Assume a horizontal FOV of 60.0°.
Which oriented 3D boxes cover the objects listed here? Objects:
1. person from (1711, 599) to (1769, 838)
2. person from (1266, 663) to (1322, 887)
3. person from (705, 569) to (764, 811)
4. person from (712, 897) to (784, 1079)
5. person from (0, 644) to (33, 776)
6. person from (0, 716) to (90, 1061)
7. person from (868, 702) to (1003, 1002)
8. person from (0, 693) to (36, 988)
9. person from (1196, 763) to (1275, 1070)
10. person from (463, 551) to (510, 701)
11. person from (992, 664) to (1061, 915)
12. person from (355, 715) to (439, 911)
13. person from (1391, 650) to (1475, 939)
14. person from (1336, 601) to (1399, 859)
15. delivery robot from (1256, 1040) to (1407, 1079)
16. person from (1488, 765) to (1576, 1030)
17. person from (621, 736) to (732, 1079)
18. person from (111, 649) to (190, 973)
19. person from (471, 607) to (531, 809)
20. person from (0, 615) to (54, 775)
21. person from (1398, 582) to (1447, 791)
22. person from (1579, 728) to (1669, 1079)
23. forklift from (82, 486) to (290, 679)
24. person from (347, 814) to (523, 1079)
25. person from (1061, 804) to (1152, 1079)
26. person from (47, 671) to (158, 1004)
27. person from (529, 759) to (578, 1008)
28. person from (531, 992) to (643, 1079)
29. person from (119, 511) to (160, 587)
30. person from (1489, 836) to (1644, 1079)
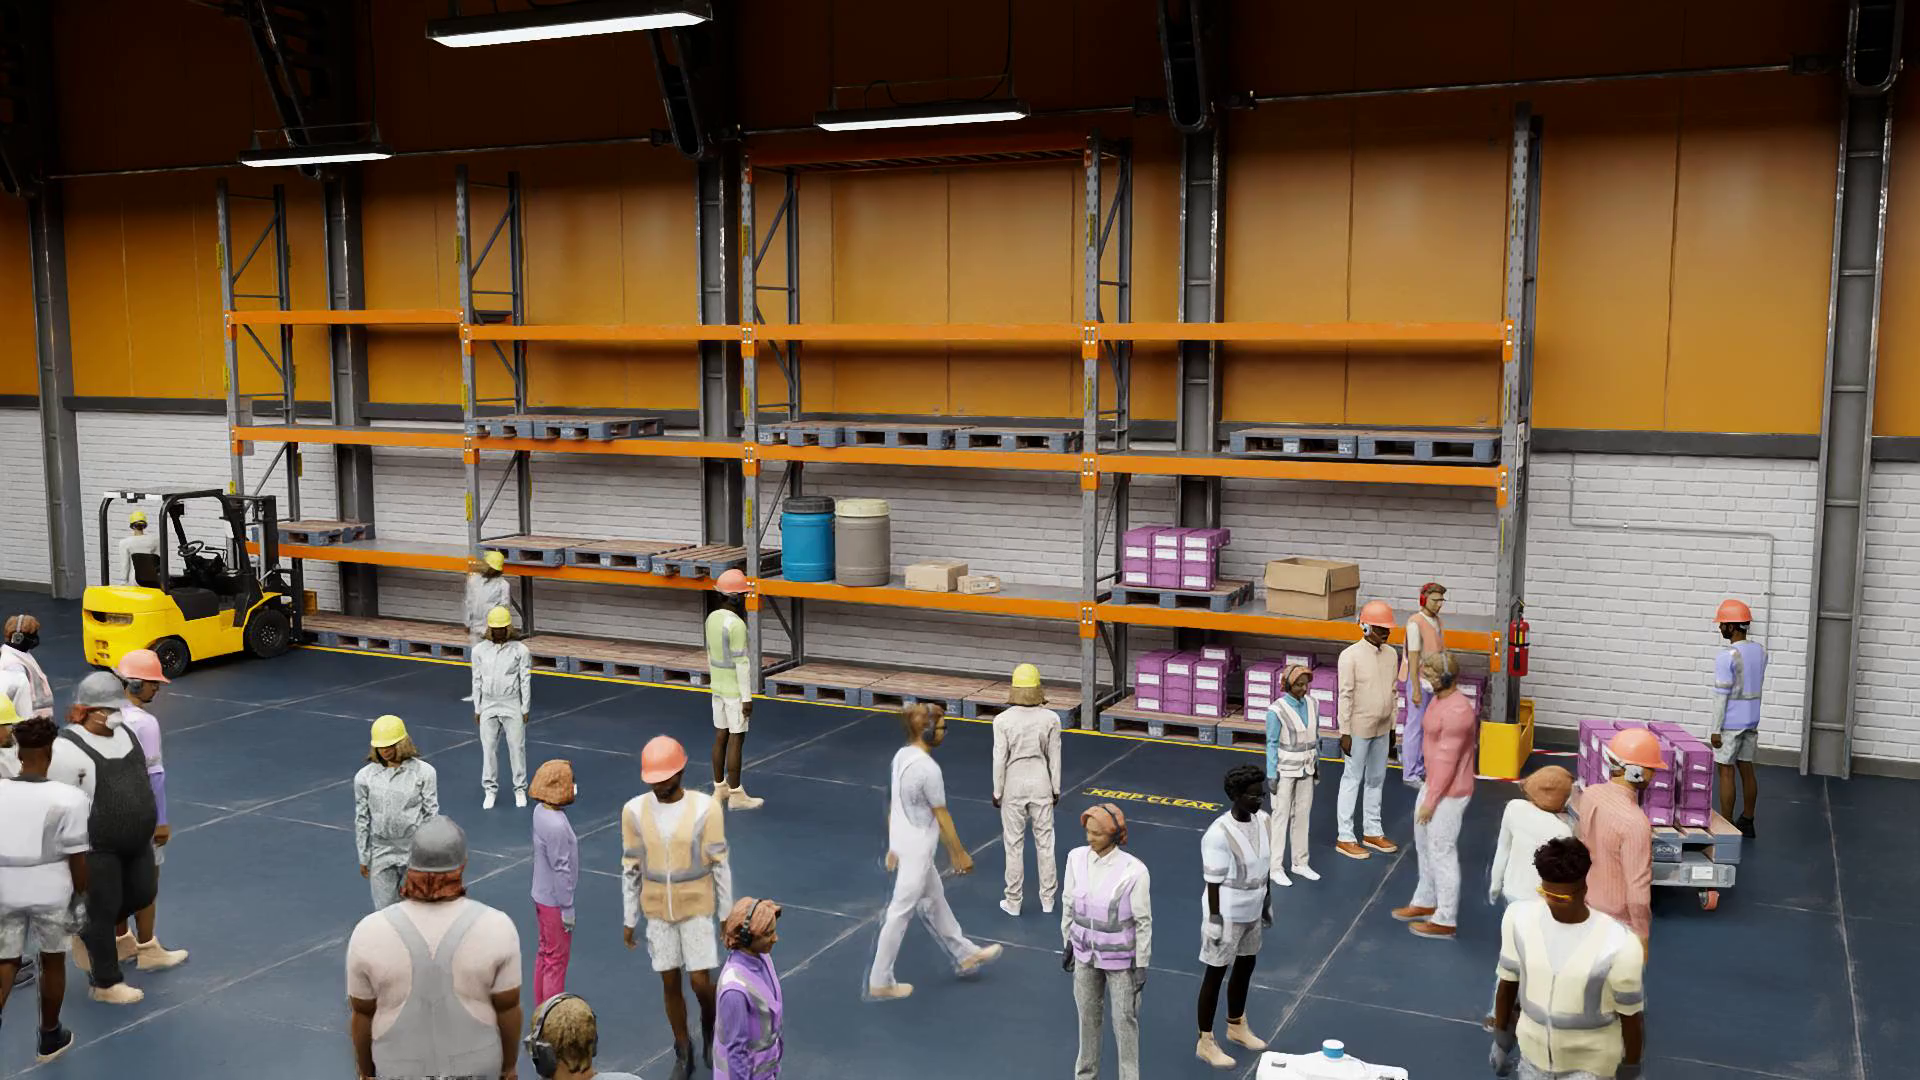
[{"bbox_3d":[6.131,1.431,13.209,0.543,1.929,0.386,-4,8,-30],"label":"person"},{"bbox_3d":[2.431,1.704,12.162,0.524,1.631,0.316,-5,9,-36],"label":"person"},{"bbox_3d":[-1.923,1.264,14.106,0.371,2.044,0.607,-5,8,-35],"label":"person"},{"bbox_3d":[-0.901,2.314,7.117,0.324,1.631,0.524,1,7,5],"label":"person"},{"bbox_3d":[-7.048,1.587,12.090,0.586,1.883,0.337,-5,8,-34],"label":"person"},{"bbox_3d":[-5.056,1.940,8.970,0.661,1.936,0.730,-1,7,-9],"label":"person"},{"bbox_3d":[-0.142,1.872,10.067,0.979,1.797,0.502,-2,7,-20],"label":"person"},{"bbox_3d":[-5.929,1.846,10.222,0.403,1.821,0.601,-4,8,-32],"label":"person"},{"bbox_3d":[1.513,2.044,9.136,0.324,1.689,0.536,7,10,44],"label":"person"},{"bbox_3d":[-5.191,0.952,18.084,0.649,1.703,0.301,2,7,16],"label":"person"},{"bbox_3d":[0.457,1.723,11.543,0.492,1.741,0.317,-1,7,-12],"label":"person"},{"bbox_3d":[-3.410,1.905,10.099,0.488,1.733,0.348,-1,7,-8],"label":"person"},{"bbox_3d":[3.197,1.686,11.096,0.427,1.931,0.639,0,7,3],"label":"person"},{"bbox_3d":[3.163,1.450,12.825,0.616,1.988,0.399,-4,8,-33],"label":"person"},{"bbox_3d":[1.813,2.682,8.097,0.707,0.478,0.477,2,7,17],"label":"delivery robot"},{"bbox_3d":[3.297,2.043,9.473,0.549,1.591,0.540,-3,7,-23],"label":"person"},{"bbox_3d":[-1.513,1.966,8.844,0.565,1.916,0.436,0,7,3],"label":"person"},{"bbox_3d":[-5.185,1.701,10.534,0.611,2.031,0.405,5,8,35],"label":"person"},{"bbox_3d":[-3.886,1.418,14.109,0.481,1.734,0.329,-1,7,-6],"label":"person"},{"bbox_3d":[-7.369,1.494,13.101,0.429,1.831,0.635,-4,8,-29],"label":"person"},{"bbox_3d":[4.107,1.285,14.766,0.392,1.839,0.563,5,8,36],"label":"person"},{"bbox_3d":[3.443,1.952,8.693,0.408,1.980,0.627,-1,7,-6],"label":"person"},{"bbox_3d":[-9.426,0.454,20.179,1.214,2.155,2.313,3,8,26],"label":"forklift"},{"bbox_3d":[-2.155,2.136,6.907,0.688,2.000,0.628,-2,7,-14],"label":"person"},{"bbox_3d":[0.742,2.143,8.503,0.523,1.636,0.311,6,9,39],"label":"person"},{"bbox_3d":[-5.160,1.762,10.002,0.640,2.000,0.699,2,7,12],"label":"person"},{"bbox_3d":[-2.267,2.038,9.378,0.279,1.634,0.498,-3,8,-26],"label":"person"},{"bbox_3d":[-1.222,2.390,5.303,0.384,1.928,0.636,4,8,31],"label":"person"},{"bbox_3d":[-10.585,0.504,21.518,0.524,1.770,0.315,-7,10,-44],"label":"person"},{"bbox_3d":[2.638,2.162,7.149,0.625,1.931,0.809,6,9,43],"label":"person"}]
